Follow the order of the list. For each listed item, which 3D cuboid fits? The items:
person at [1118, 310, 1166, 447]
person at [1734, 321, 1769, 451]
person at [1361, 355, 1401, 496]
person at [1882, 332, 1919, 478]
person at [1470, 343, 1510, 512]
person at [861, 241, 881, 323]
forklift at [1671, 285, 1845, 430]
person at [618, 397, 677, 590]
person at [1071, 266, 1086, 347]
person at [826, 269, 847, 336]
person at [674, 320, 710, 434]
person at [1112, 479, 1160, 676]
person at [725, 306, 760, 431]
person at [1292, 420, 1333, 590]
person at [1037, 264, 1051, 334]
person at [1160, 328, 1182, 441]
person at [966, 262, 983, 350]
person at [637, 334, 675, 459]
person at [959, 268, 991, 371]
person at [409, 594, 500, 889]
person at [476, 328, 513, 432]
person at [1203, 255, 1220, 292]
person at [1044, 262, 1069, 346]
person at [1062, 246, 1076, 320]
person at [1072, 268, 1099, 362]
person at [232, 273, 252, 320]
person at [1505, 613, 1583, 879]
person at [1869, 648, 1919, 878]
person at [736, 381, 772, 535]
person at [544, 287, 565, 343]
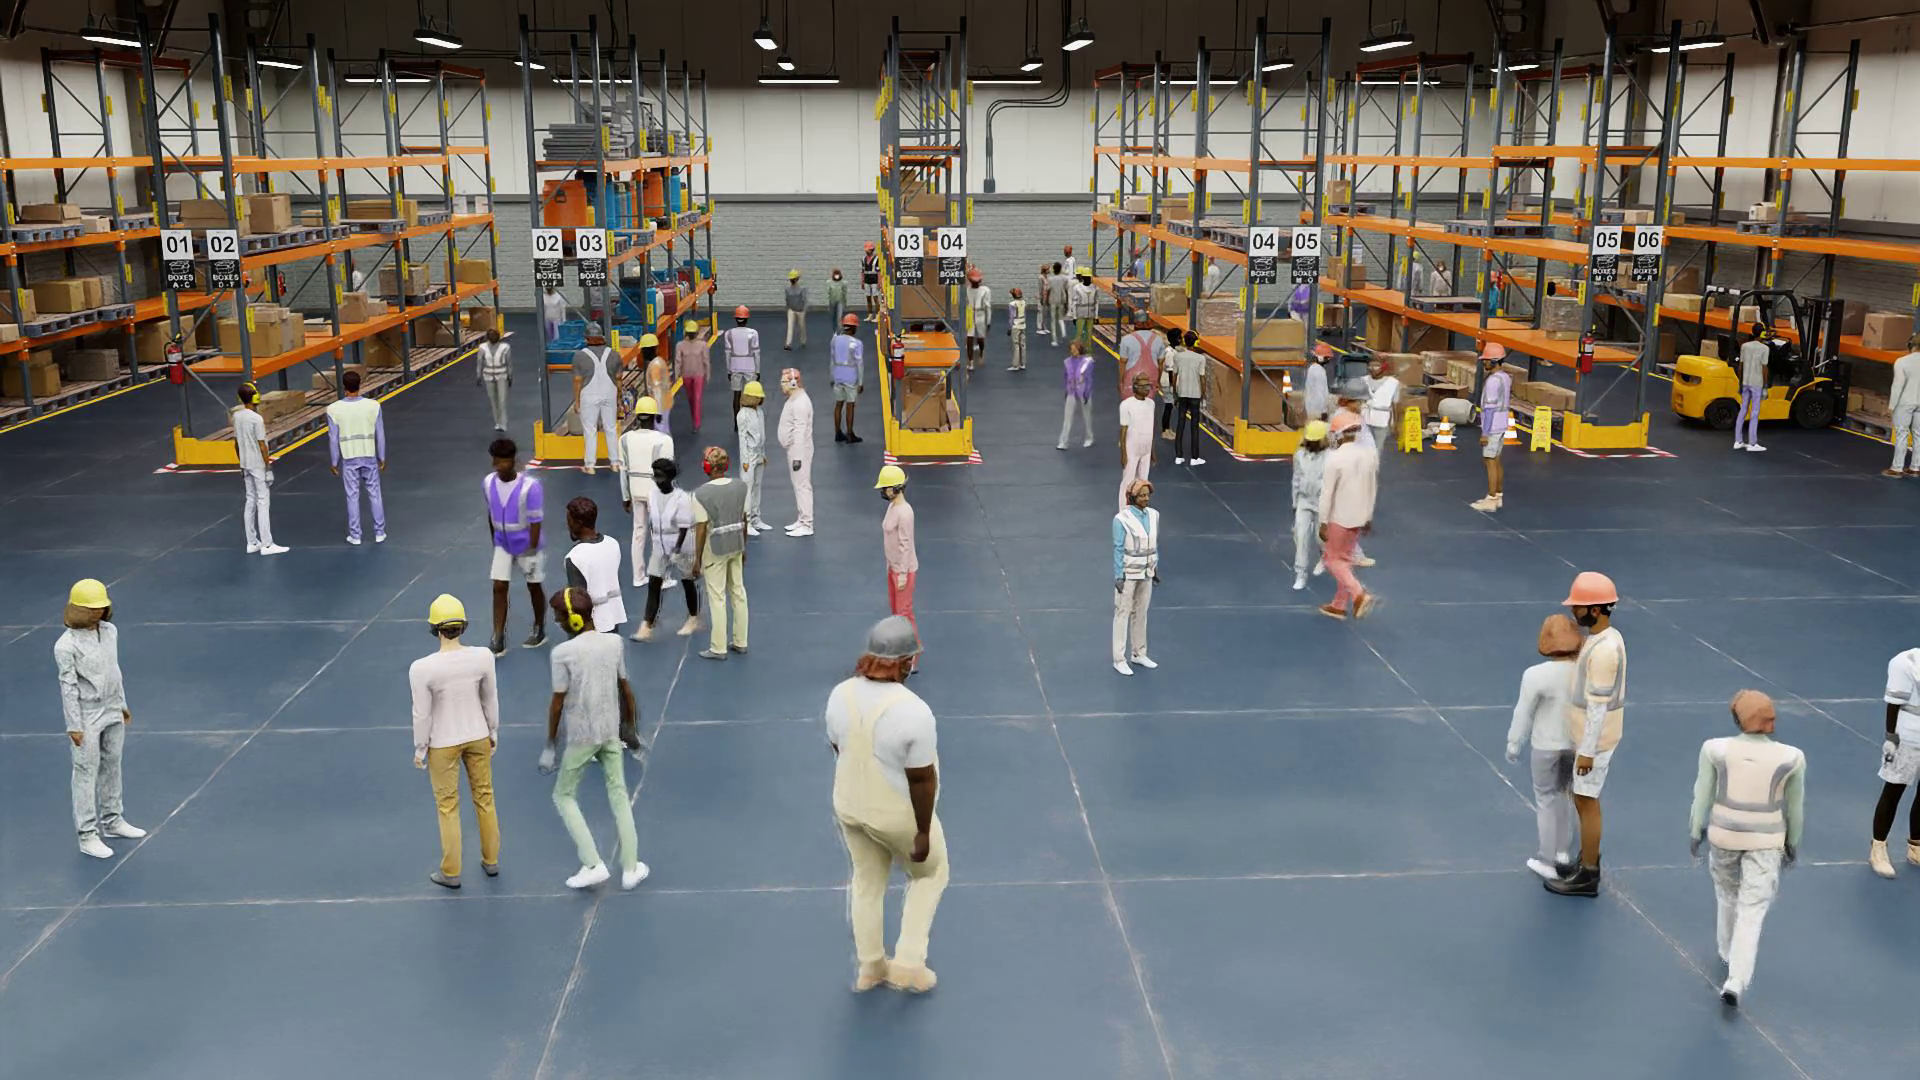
[{"bbox_3d":[2.621,-2.363,24.278,0.686,2.000,0.535,-3,14,-14],"label":"person"},{"bbox_3d":[11.482,-2.225,24.057,0.328,1.874,0.521,-5,14,-22],"label":"person"},{"bbox_3d":[5.080,-1.376,20.571,0.589,1.816,0.775,10,17,36],"label":"person"},{"bbox_3d":[12.589,-1.781,22.030,0.629,1.940,0.368,-2,13,-7],"label":"person"},{"bbox_3d":[6.396,-1.358,20.055,0.417,2.036,0.601,7,15,28],"label":"person"},{"bbox_3d":[-2.231,-6.457,41.647,0.612,2.033,0.411,9,16,35],"label":"person"},{"bbox_3d":[12.503,-2.886,26.166,2.313,2.155,1.214,-1,13,-3],"label":"forklift"},{"bbox_3d":[-3.080,-0.463,16.500,0.591,1.918,0.395,4,14,18],"label":"person"},{"bbox_3d":[2.651,-5.121,36.550,0.324,1.769,0.523,-12,18,-42],"label":"person"},{"bbox_3d":[-2.843,-5.459,38.373,0.497,1.593,0.870,-1,13,-5],"label":"person"},{"bbox_3d":[-4.127,-2.553,25.767,0.527,1.728,0.887,1,13,3],"label":"person"},{"bbox_3d":[1.465,0.296,13.874,0.510,1.640,0.308,-12,18,-40],"label":"person"},{"bbox_3d":[-3.345,-2.643,25.687,0.543,1.938,0.356,1,13,3],"label":"person"},{"bbox_3d":[3.566,-0.382,16.592,0.500,1.713,0.643,8,15,29],"label":"person"},{"bbox_3d":[1.982,-5.668,39.163,0.314,1.633,0.519,7,15,26],"label":"person"},{"bbox_3d":[3.161,-2.338,24.930,0.319,1.689,0.539,2,13,9],"label":"person"},{"bbox_3d":[0.223,-5.068,36.038,0.403,1.907,0.653,-8,15,-29],"label":"person"},{"bbox_3d":[-4.042,-1.787,22.144,0.478,1.904,0.597,-1,13,-2],"label":"person"},{"bbox_3d":[0.301,-4.345,32.737,0.635,2.017,0.692,1,13,5],"label":"person"},{"bbox_3d":[-2.980,1.184,9.840,0.532,1.768,0.311,-11,17,-40],"label":"person"},{"bbox_3d":[-7.171,-2.452,25.603,0.520,1.600,0.841,-1,13,-3],"label":"person"},{"bbox_3d":[5.808,-5.699,38.738,0.397,1.895,0.643,5,14,22],"label":"person"},{"bbox_3d":[2.126,-5.200,36.691,0.509,1.857,0.432,-3,14,-12],"label":"person"},{"bbox_3d":[2.773,-6.539,42.302,0.355,1.886,0.572,1,13,3],"label":"person"},{"bbox_3d":[2.566,-4.580,33.908,0.588,1.930,0.364,-5,14,-20],"label":"person"},{"bbox_3d":[-13.824,-4.191,32.146,0.405,1.985,0.619,-7,15,-28],"label":"person"},{"bbox_3d":[3.530,1.216,9.987,0.533,1.618,0.461,-3,14,-11],"label":"person"},{"bbox_3d":[5.763,1.193,9.941,0.538,1.698,0.319,-1,13,-5],"label":"person"},{"bbox_3d":[-2.340,-0.936,18.873,0.294,1.744,0.486,5,14,21],"label":"person"},{"bbox_3d":[-8.299,-4.448,33.810,0.540,1.717,0.917,-1,13,-3],"label":"person"}]
